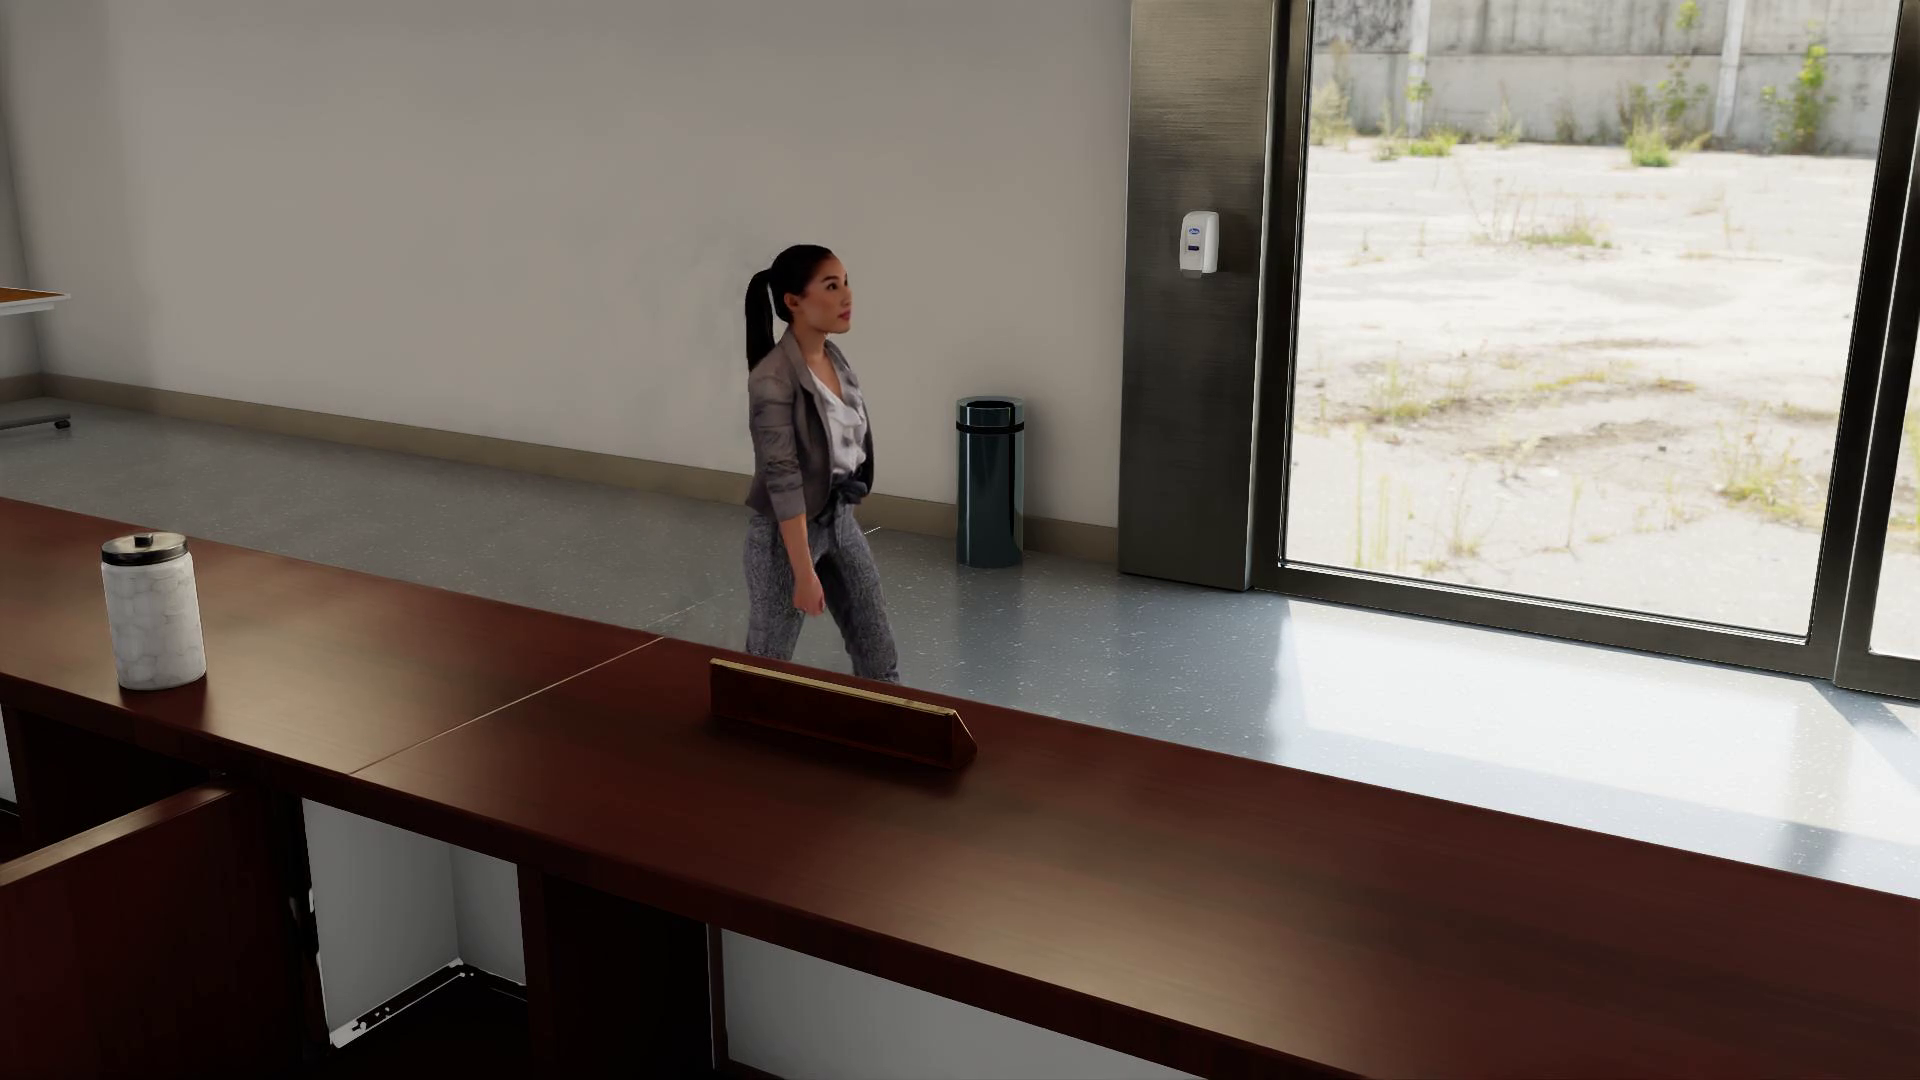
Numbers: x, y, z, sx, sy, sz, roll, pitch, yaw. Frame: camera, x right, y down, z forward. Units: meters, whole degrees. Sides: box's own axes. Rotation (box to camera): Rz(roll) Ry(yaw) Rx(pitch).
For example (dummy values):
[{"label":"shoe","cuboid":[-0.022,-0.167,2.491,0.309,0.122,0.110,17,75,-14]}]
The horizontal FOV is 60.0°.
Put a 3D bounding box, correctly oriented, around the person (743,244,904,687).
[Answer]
[{"label":"person","cuboid":[-0.498,0.040,4.587,0.754,1.638,0.977,7,17,23]}]
